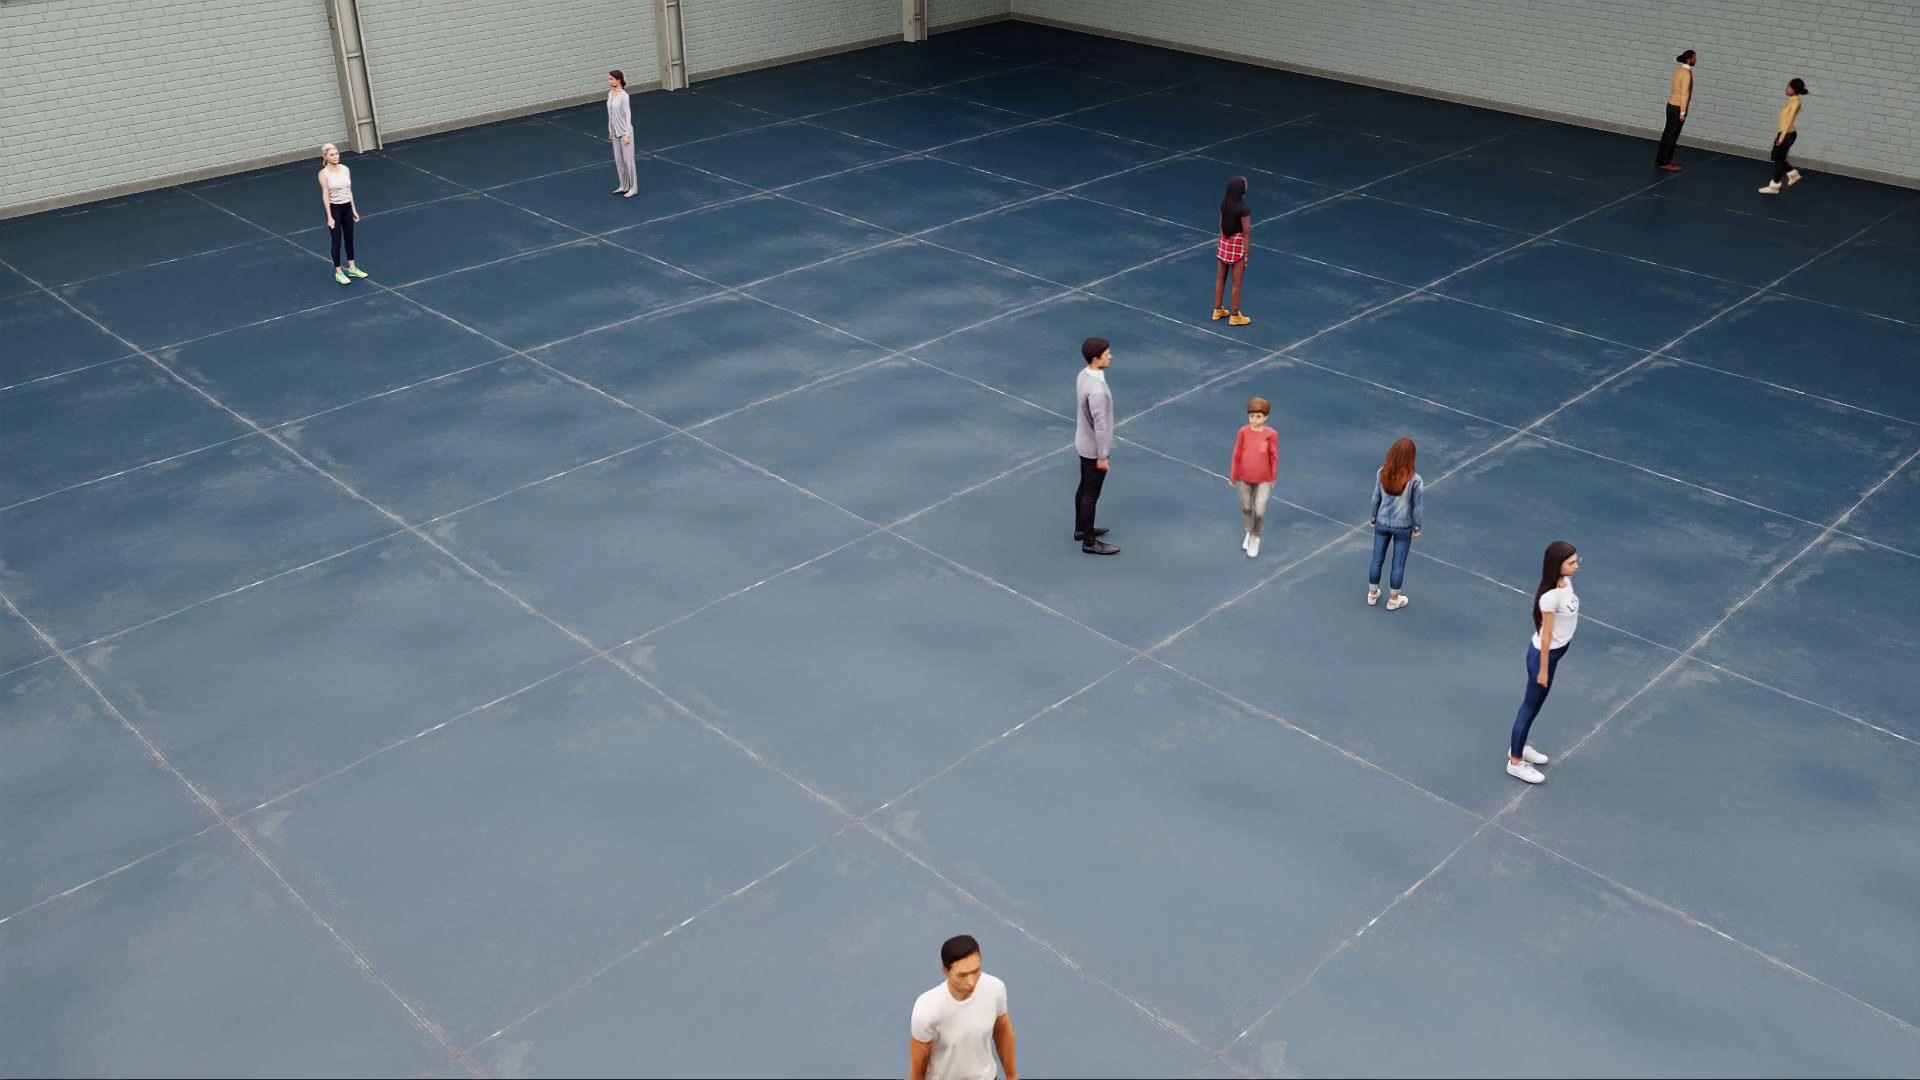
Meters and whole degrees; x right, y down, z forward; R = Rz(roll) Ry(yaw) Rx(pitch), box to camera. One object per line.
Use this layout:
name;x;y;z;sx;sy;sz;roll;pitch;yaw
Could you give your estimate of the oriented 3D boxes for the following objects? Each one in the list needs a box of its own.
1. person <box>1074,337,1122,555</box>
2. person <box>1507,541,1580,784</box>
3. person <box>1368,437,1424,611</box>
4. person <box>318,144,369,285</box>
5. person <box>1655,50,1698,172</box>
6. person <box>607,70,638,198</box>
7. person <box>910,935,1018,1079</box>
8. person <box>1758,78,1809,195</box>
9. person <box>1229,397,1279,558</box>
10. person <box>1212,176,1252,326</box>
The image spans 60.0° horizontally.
person;1.128;-0.823;14.201;0.865;1.923;0.840;-3;28;-6
person;3.955;0.807;11.298;0.706;1.775;0.554;14;31;24
person;3.491;-0.136;13.387;0.600;1.475;0.541;18;33;30
person;-7.638;-4.038;20.475;0.716;1.701;0.555;15;32;26
person;10.780;-6.473;24.993;0.806;1.753;0.730;2;28;4
person;-4.822;-5.808;23.722;0.596;1.773;0.527;23;36;37
person;-0.047;2.550;8.019;0.766;1.781;0.765;-19;33;-31
person;11.870;-5.738;23.725;0.810;1.646;0.809;11;30;20
person;2.545;-0.578;14.293;0.629;1.403;0.688;11;30;20
person;3.143;-3.339;19.133;0.625;1.729;0.634;-20;34;-33
